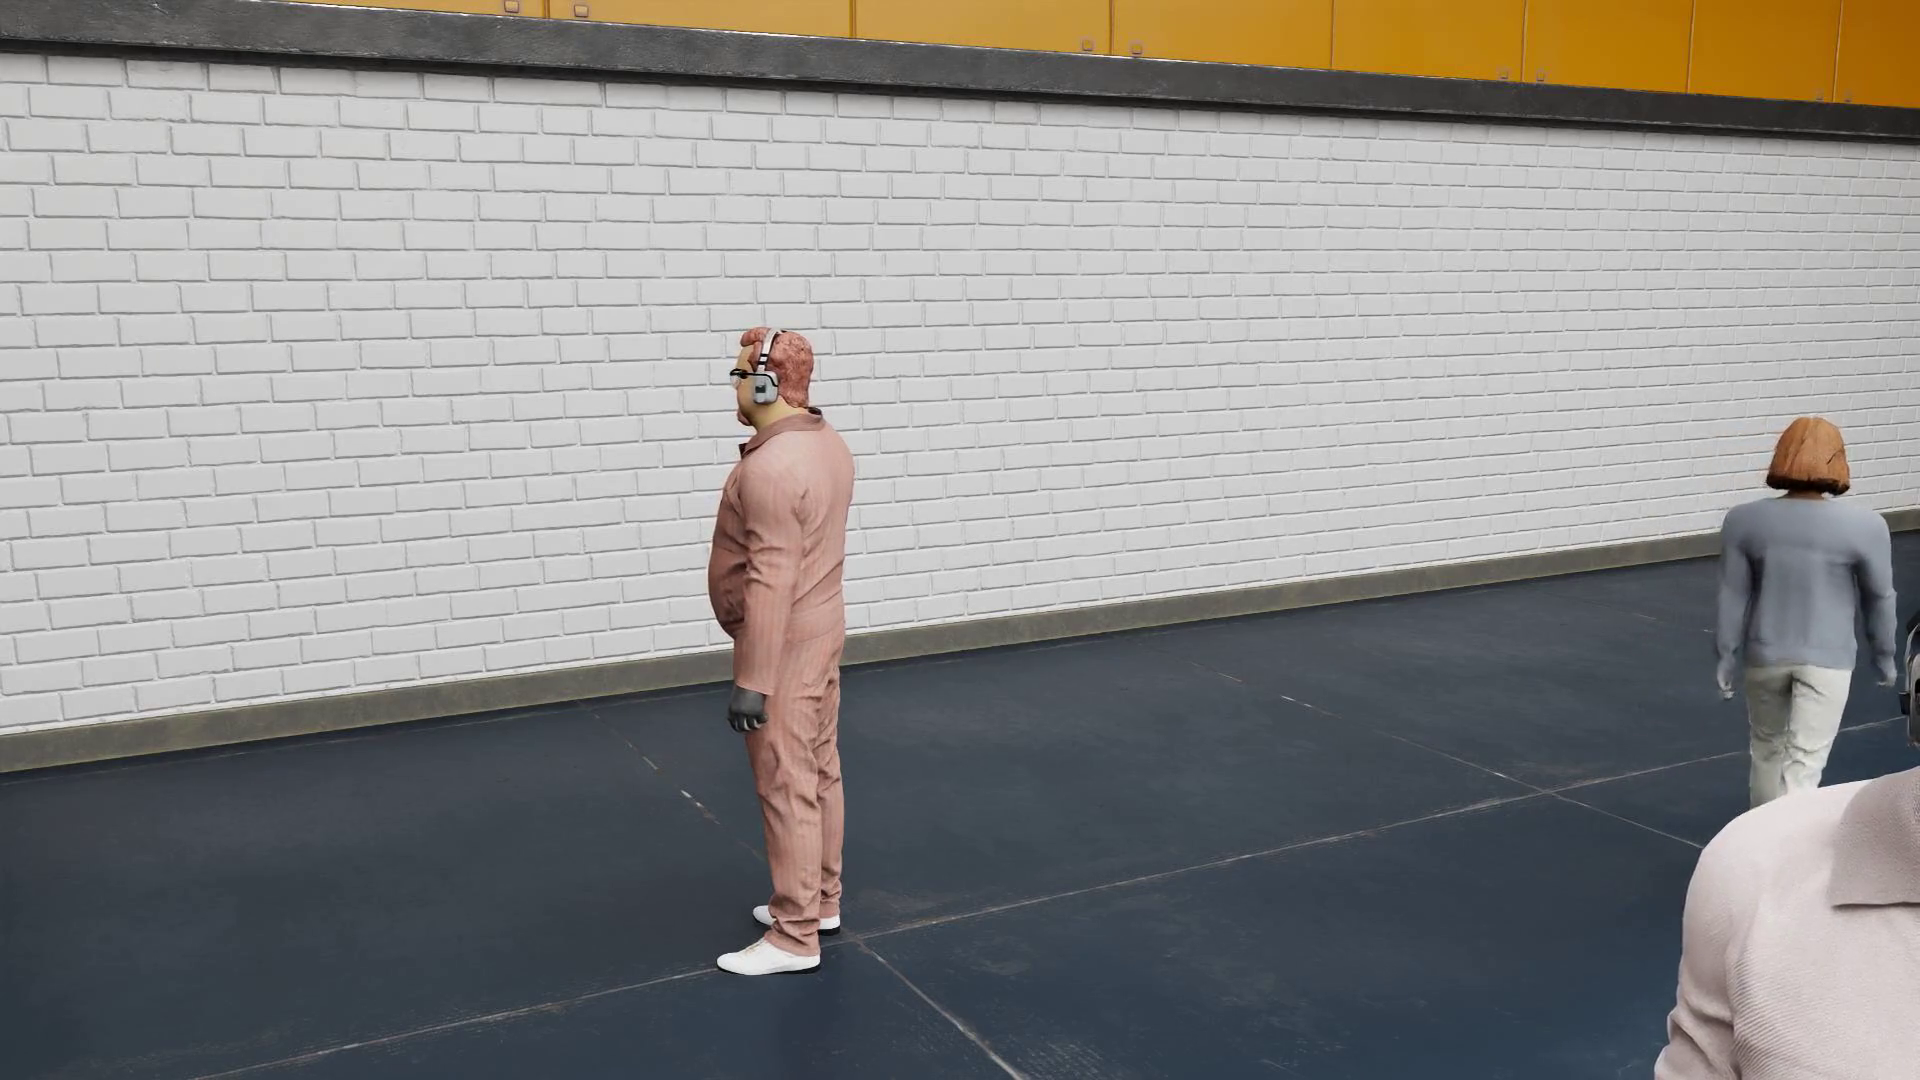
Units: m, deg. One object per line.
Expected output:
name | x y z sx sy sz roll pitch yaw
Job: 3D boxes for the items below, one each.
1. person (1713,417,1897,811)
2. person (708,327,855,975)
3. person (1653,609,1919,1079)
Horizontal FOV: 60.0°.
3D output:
person | 2.765 0.396 5.452 0.504 1.597 0.738 9 14 43
person | -0.540 0.330 4.931 0.407 1.909 0.638 2 10 11
person | 0.914 0.921 1.529 0.646 1.908 0.408 9 13 41
